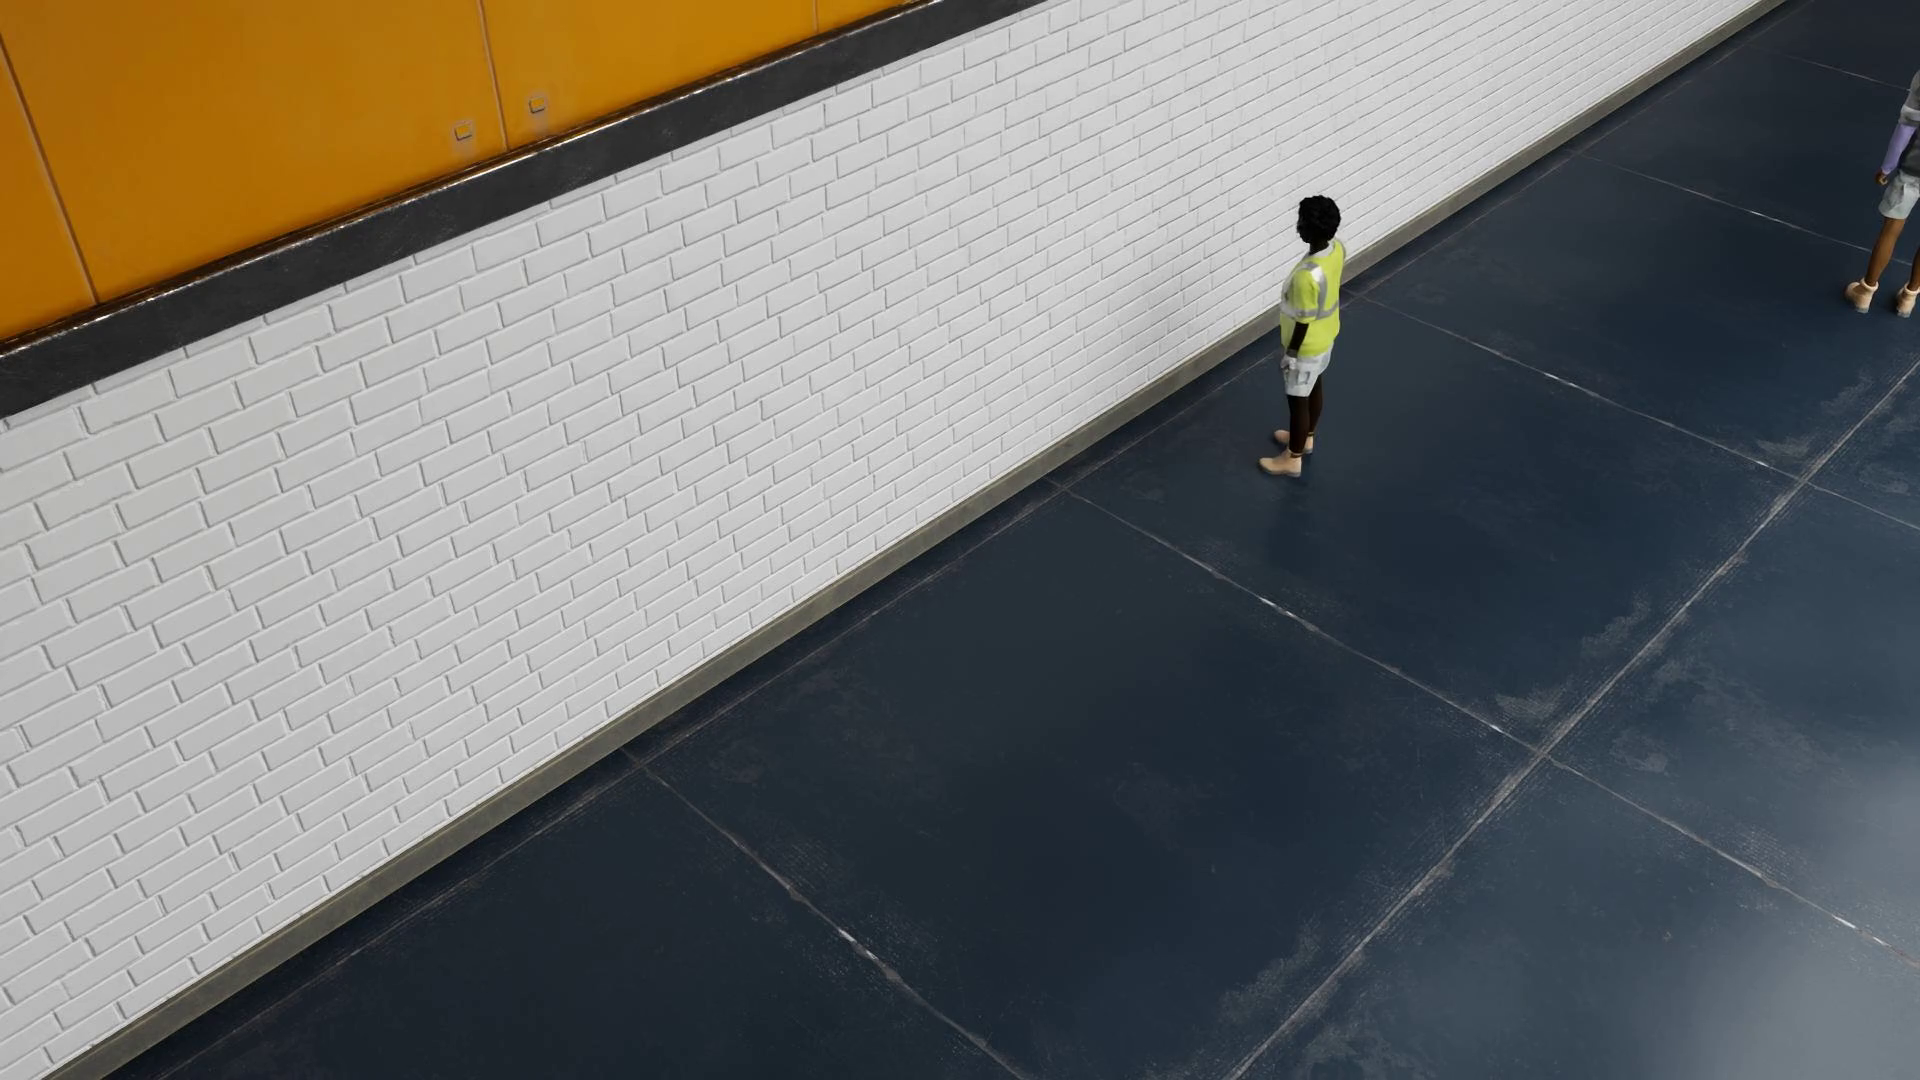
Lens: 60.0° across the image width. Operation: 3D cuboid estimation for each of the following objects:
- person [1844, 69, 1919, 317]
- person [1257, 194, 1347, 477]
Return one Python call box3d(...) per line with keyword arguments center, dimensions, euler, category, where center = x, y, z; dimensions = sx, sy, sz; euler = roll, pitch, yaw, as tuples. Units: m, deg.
box3d(center=(6.115, -2.358, 10.446), dimensions=(0.613, 2.046, 0.359), euler=(10, 40, 12), category="person")
box3d(center=(1.906, -1.118, 9.173), dimensions=(0.322, 1.696, 0.531), euler=(19, 43, 22), category="person")
